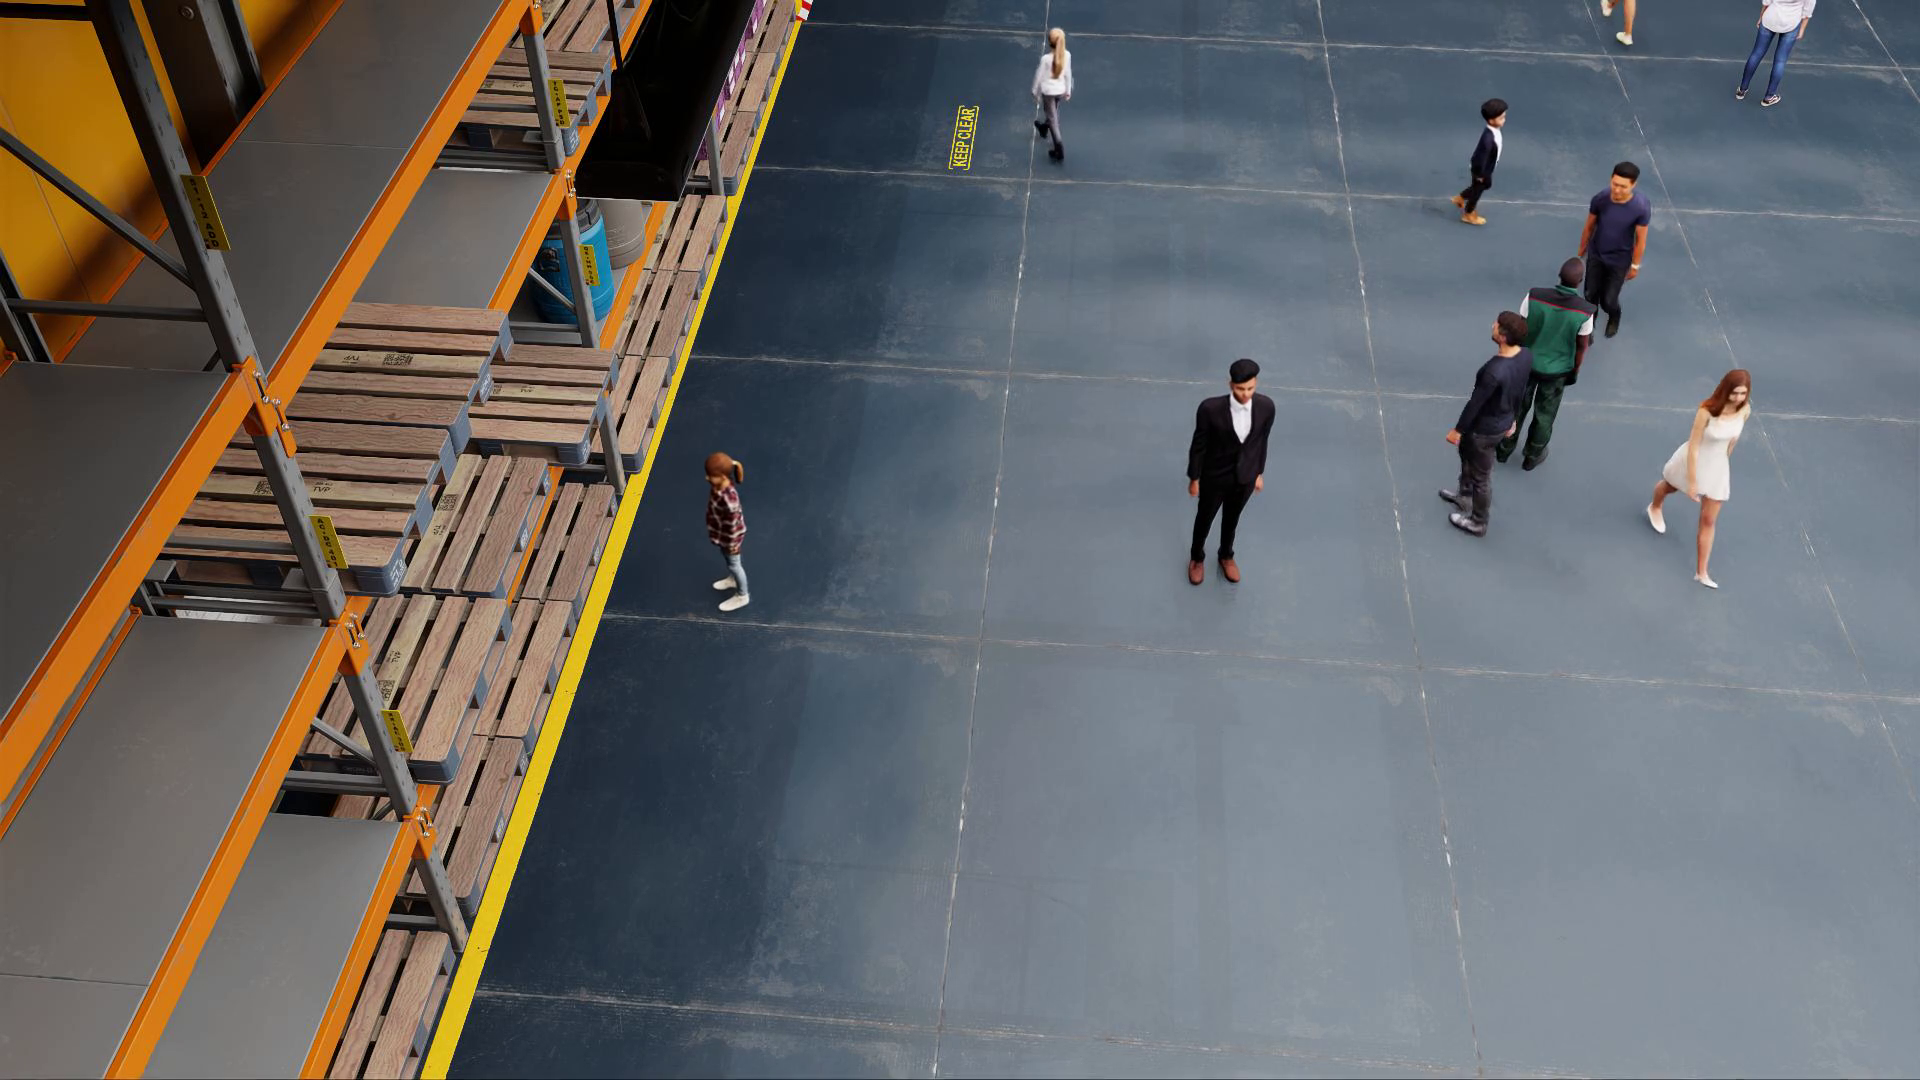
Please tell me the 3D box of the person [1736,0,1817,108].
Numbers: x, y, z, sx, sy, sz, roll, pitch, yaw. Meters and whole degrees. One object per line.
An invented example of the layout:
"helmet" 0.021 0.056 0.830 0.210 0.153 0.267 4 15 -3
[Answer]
"person" 8.106 -5.135 16.394 0.750 1.713 0.785 29 51 27

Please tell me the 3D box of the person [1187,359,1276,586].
"person" 1.837 -0.483 11.387 0.742 1.883 0.627 -4 44 -4

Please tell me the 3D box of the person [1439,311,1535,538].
"person" 3.797 -0.754 11.695 0.876 1.851 0.819 32 52 29

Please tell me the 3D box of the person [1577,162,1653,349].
"person" 5.267 -2.303 13.383 0.890 1.765 0.954 28 50 27

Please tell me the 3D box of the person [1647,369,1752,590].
"person" 5.137 -0.573 11.654 0.609 1.646 1.218 -1 44 -1

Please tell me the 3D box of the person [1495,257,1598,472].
"person" 4.314 -1.298 12.275 0.775 1.839 0.764 22 48 21

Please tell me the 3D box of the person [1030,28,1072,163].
"person" 0.908 -4.195 15.747 0.808 1.244 0.946 -22 48 -22

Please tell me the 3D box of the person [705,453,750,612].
"person" -1.582 -0.082 11.387 0.673 1.304 0.577 -14 45 -14

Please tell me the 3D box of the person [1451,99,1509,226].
"person" 4.657 -3.410 14.941 0.644 1.220 0.586 16 46 16
